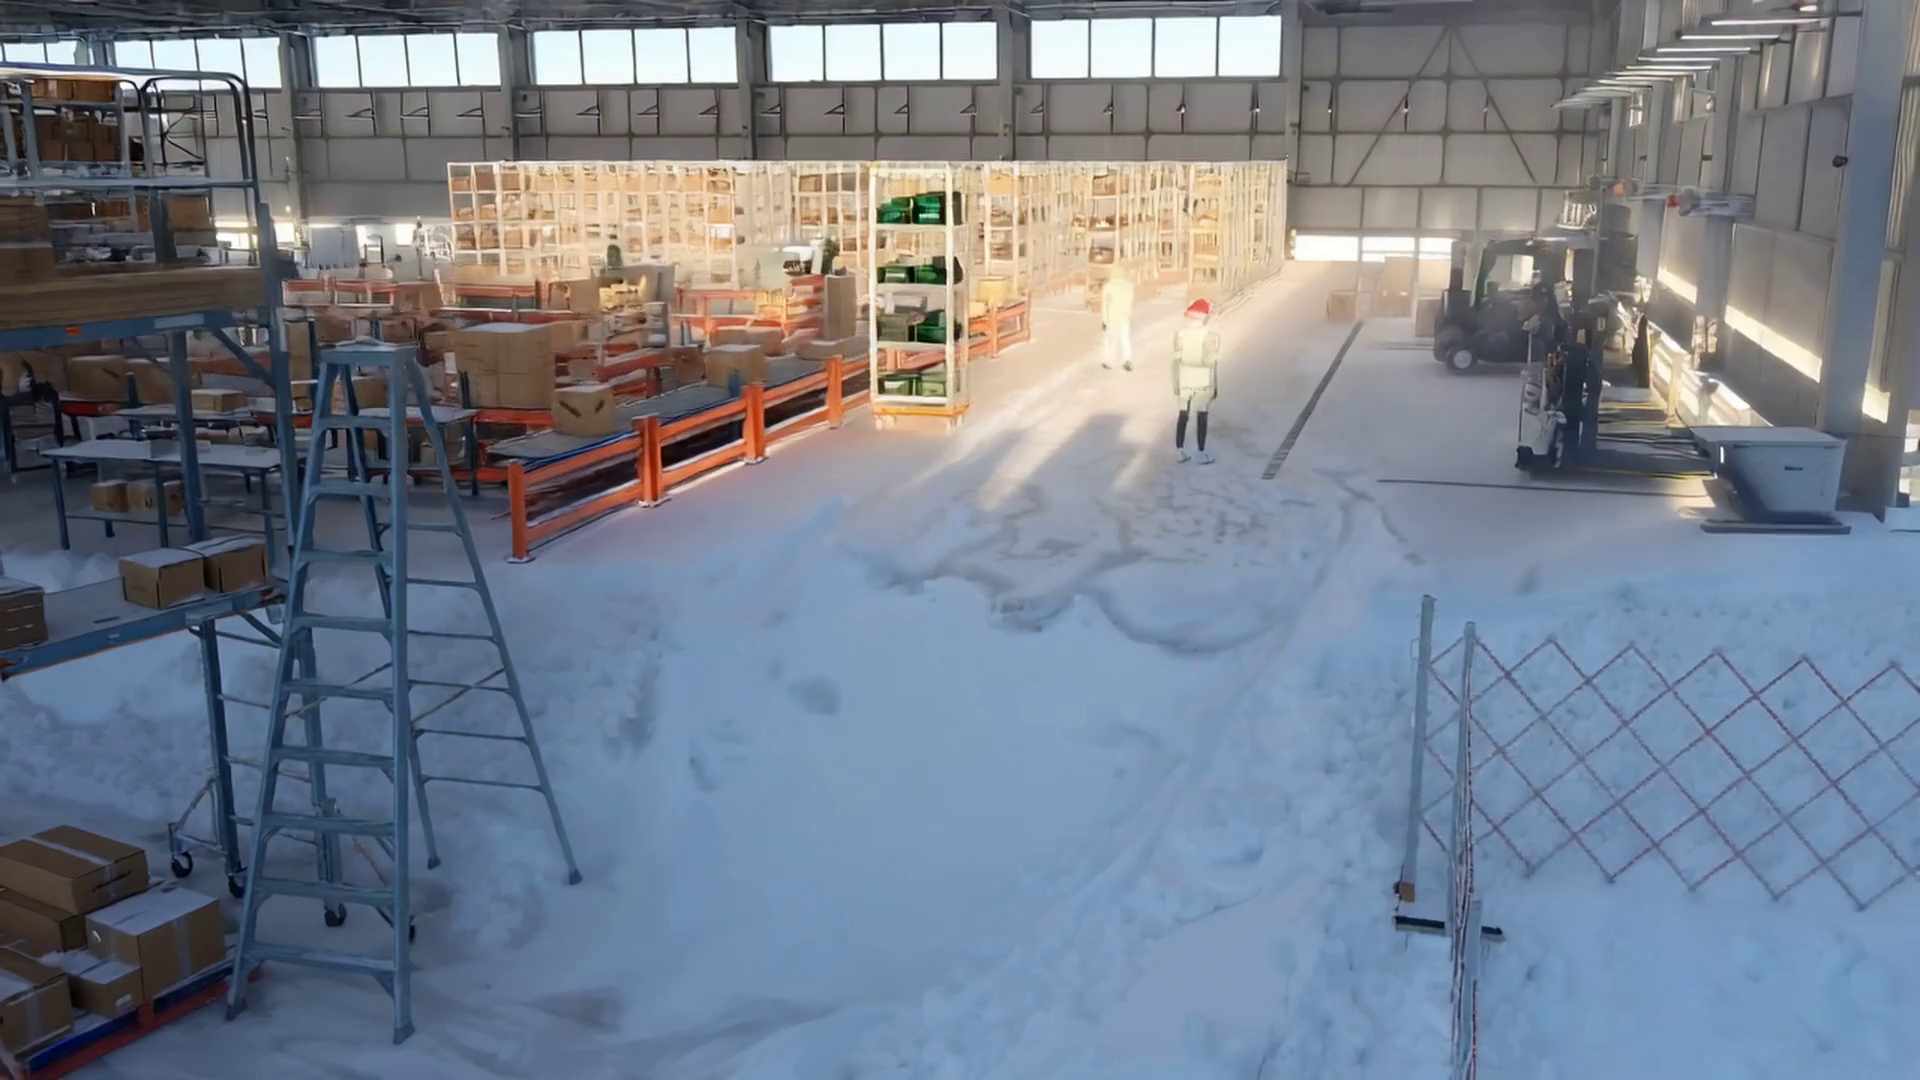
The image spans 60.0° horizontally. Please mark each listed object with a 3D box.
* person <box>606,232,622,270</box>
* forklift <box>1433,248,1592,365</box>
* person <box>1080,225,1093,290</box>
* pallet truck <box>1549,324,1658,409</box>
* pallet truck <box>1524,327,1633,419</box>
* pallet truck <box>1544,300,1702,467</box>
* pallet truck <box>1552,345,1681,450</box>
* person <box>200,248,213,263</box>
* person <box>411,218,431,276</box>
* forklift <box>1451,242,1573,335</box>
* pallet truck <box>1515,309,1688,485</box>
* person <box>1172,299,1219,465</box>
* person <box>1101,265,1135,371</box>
[{"bbox_3d":[-8.447,-6.565,40.708,0.414,1.941,0.624,-2,13,-7],"label":"person"},{"bbox_3d":[9.780,-4.111,29.280,2.680,1.987,1.157,3,13,14],"label":"forklift"},{"bbox_3d":[3.596,-8.015,47.168,0.390,1.838,0.563,-1,13,-5],"label":"person"},{"bbox_3d":[9.824,-2.669,25.407,1.601,1.201,0.680,4,14,16],"label":"pallet truck"},{"bbox_3d":[9.065,-2.460,24.370,1.522,1.261,0.704,3,13,14],"label":"pallet truck"},{"bbox_3d":[8.263,-1.952,20.631,1.885,1.965,0.823,5,14,20],"label":"pallet truck"},{"bbox_3d":[8.641,-1.896,21.908,1.630,1.274,0.653,4,14,16],"label":"pallet truck"},{"bbox_3d":[-16.535,-5.546,36.677,0.481,1.747,0.554,1,13,4],"label":"person"},{"bbox_3d":[-17.038,-9.261,52.600,0.600,1.825,0.403,-1,13,-3],"label":"person"},{"bbox_3d":[10.464,-4.597,31.405,2.680,1.987,1.157,4,14,16],"label":"forklift"},{"bbox_3d":[7.554,-1.677,19.446,1.885,1.965,0.823,3,13,14],"label":"pallet truck"},{"bbox_3d":[2.910,-1.948,20.544,0.608,2.034,0.406,8,15,31],"label":"person"},{"bbox_3d":[2.818,-3.949,29.545,0.653,1.872,0.950,-4,14,-17],"label":"person"}]
